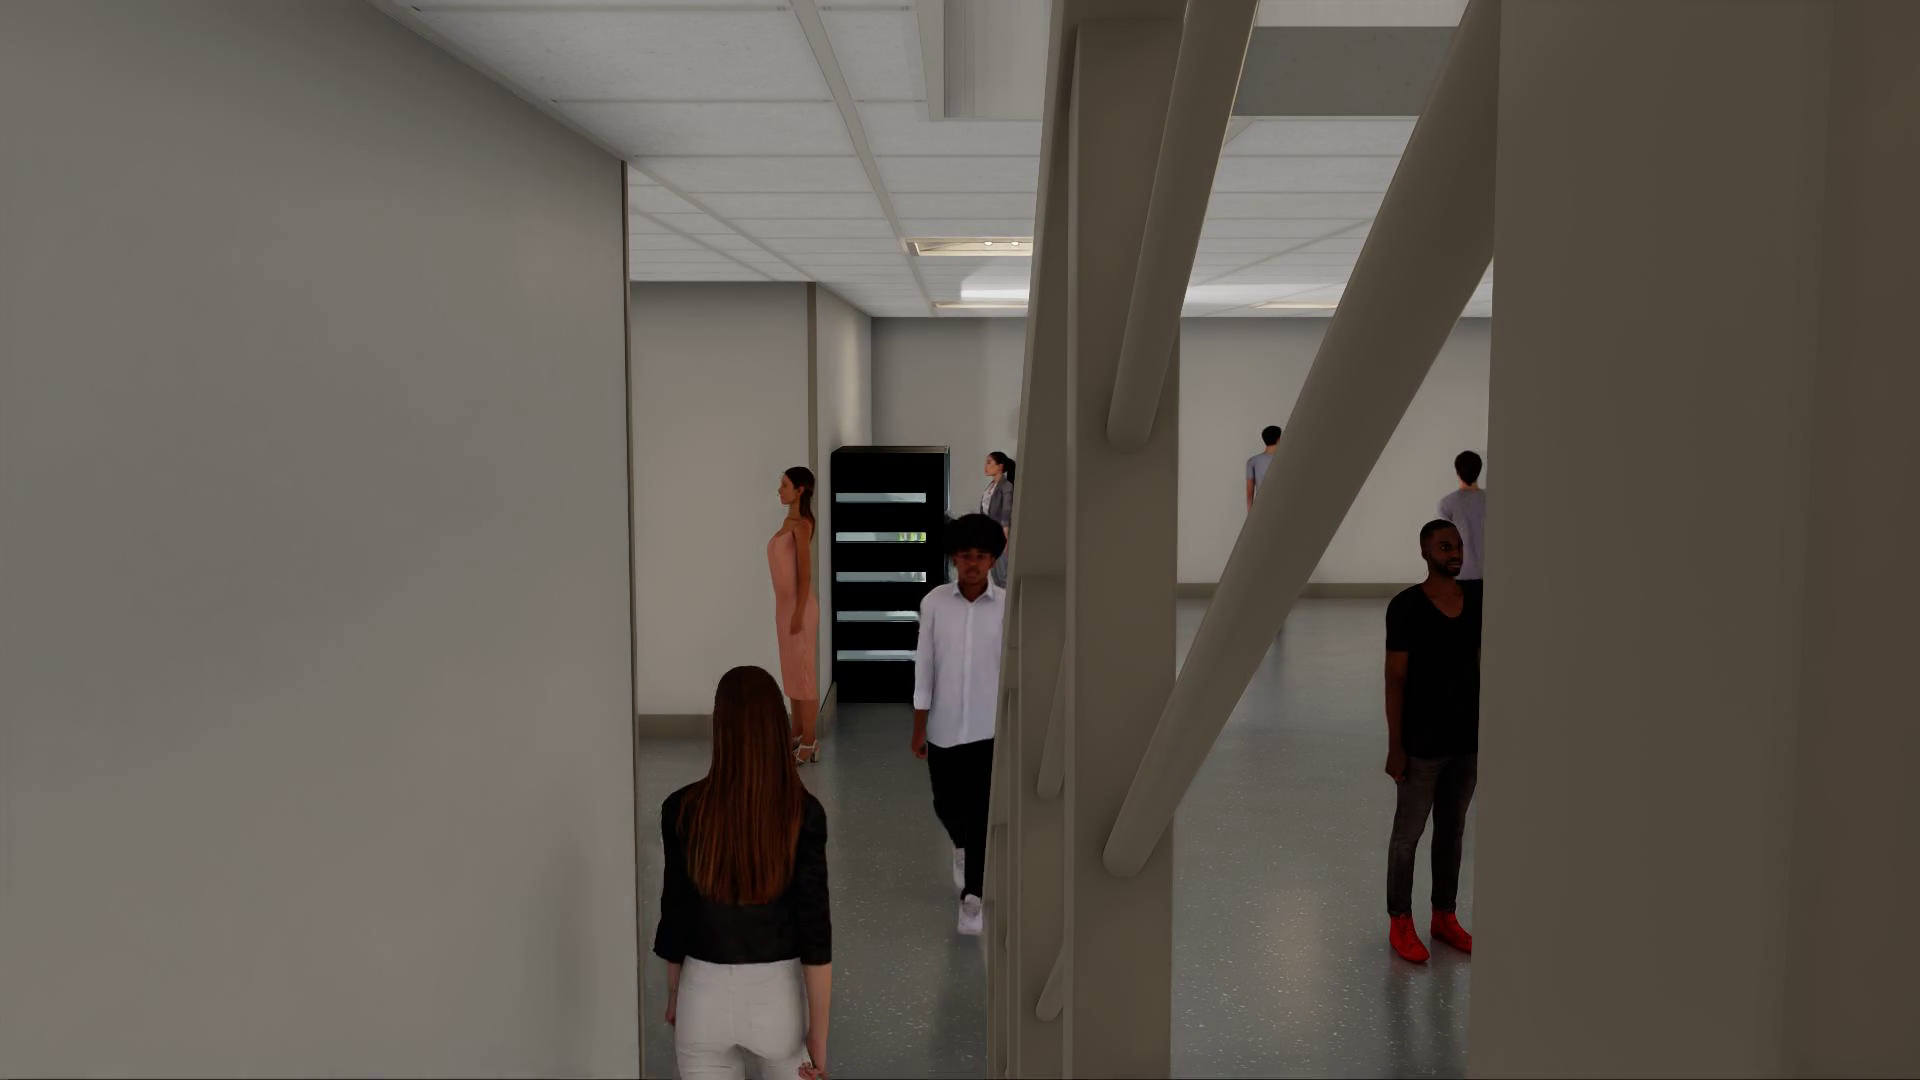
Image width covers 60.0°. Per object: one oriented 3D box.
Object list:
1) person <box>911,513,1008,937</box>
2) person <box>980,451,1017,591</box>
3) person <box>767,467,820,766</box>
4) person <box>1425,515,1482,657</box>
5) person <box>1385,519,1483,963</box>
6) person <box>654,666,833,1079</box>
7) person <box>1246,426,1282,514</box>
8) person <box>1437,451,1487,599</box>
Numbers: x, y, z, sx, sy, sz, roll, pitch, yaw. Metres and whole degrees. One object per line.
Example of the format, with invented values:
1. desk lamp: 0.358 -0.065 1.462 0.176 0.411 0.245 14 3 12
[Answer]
1. person: 0.028 0.784 7.340 0.734 1.777 1.134 1 6 9
2. person: 0.378 0.005 15.593 0.749 1.674 0.624 -2 6 -19
3. person: -1.005 0.460 10.285 0.703 1.832 0.565 -2 6 -21
4. person: 3.953 0.428 13.330 0.781 1.286 0.939 -2 6 -20
5. person: 1.979 0.811 6.921 0.708 1.806 0.664 -2 6 -22
6. person: -0.528 1.168 3.985 0.587 1.684 0.791 0 6 -1
7. person: 3.197 -0.241 17.101 0.736 1.862 0.691 2 6 22
8. person: 3.732 0.285 12.067 0.715 1.823 0.984 0 6 5
